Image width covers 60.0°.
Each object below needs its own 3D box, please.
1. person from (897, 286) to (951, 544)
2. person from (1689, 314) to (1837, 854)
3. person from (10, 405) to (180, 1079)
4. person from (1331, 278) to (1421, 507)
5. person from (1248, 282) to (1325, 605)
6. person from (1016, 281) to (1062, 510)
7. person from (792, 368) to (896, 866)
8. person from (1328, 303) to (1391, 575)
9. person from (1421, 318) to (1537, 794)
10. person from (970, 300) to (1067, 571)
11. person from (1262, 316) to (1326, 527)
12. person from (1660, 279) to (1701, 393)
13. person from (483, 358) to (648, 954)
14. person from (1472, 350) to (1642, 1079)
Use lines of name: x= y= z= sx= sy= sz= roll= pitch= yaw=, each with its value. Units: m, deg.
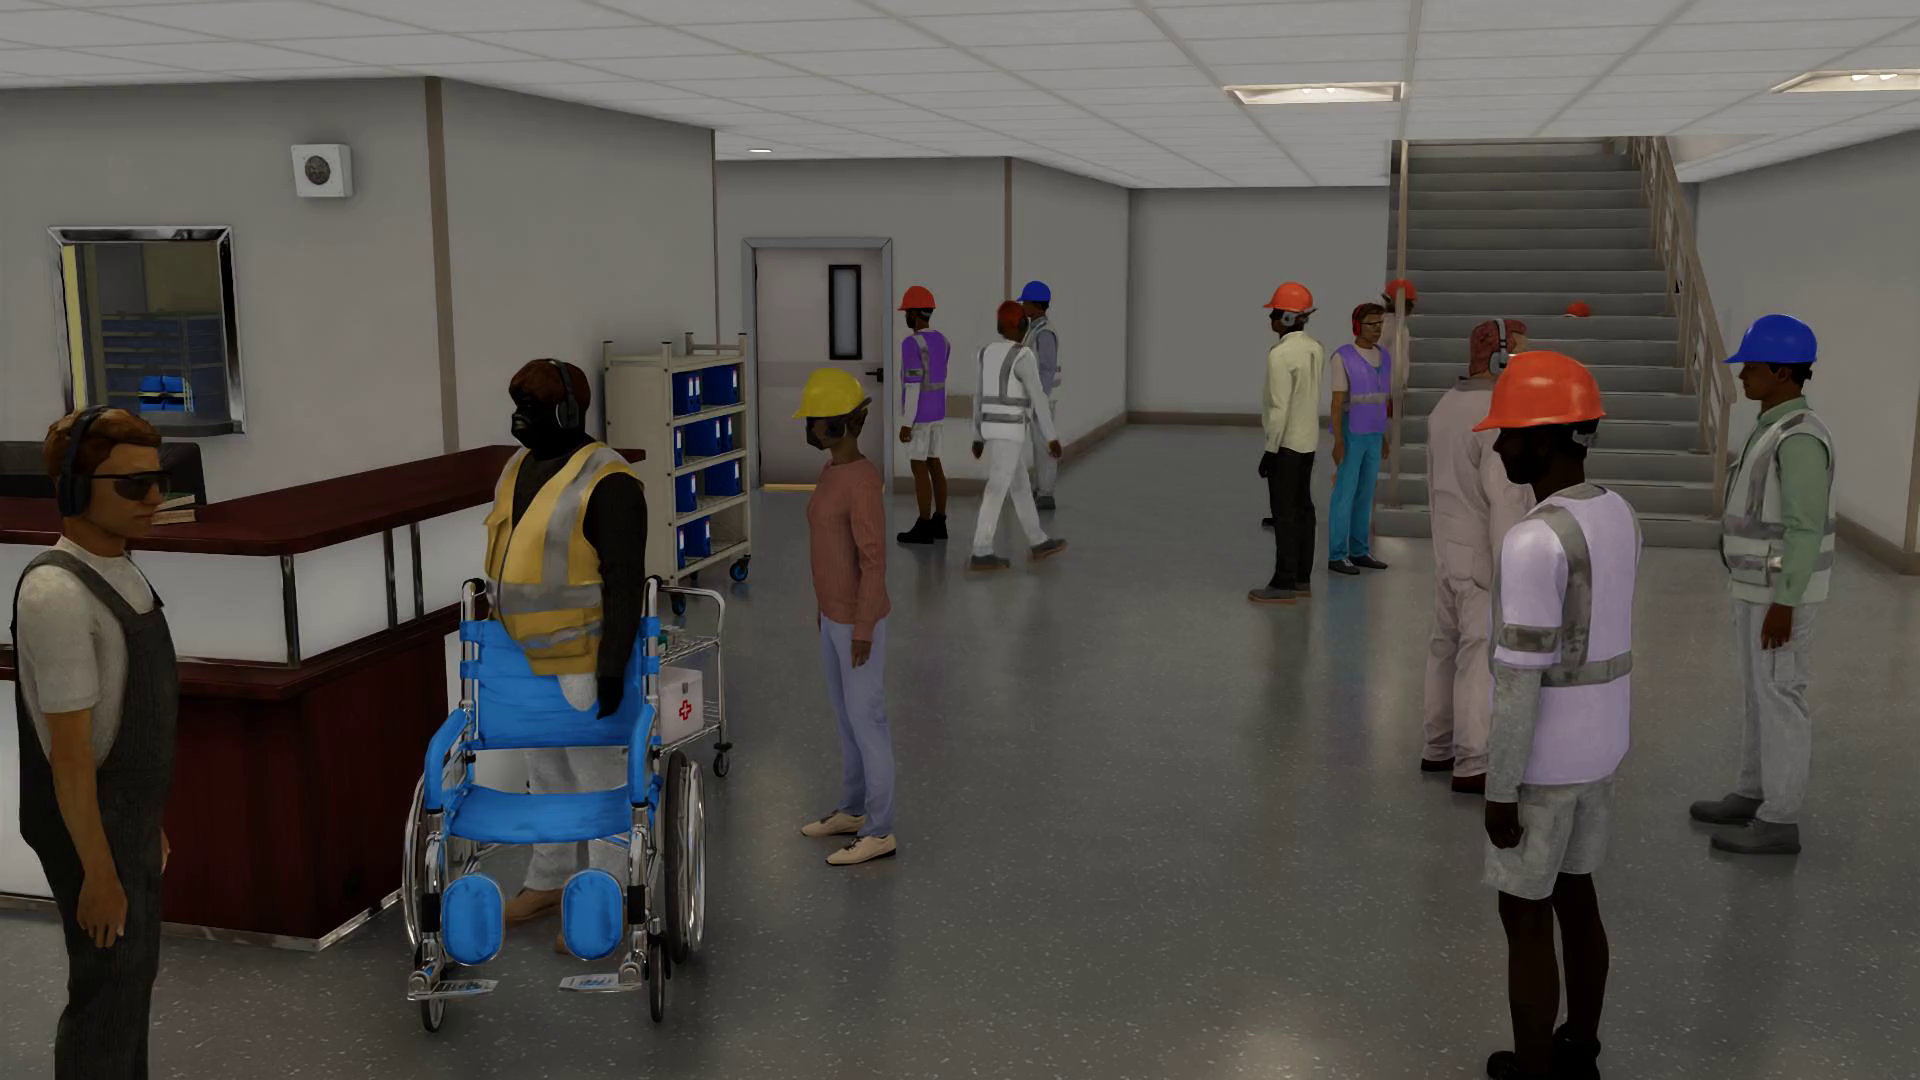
person: x=-0.303 y=-0.941 z=12.558 sx=0.373 sy=1.934 sz=0.551 roll=5 pitch=11 yaw=29
person: x=2.925 y=0.164 z=6.019 sx=0.406 sy=1.947 sz=0.606 roll=3 pitch=10 yaw=15
person: x=-1.806 y=0.633 z=3.558 sx=0.332 sy=1.842 sz=0.508 roll=-3 pitch=10 yaw=-16
person: x=3.532 y=-1.227 z=14.114 sx=0.695 sy=1.977 sz=0.643 roll=-1 pitch=10 yaw=-4
person: x=2.048 y=-0.599 z=10.362 sx=0.373 sy=1.997 sz=0.616 roll=7 pitch=12 yaw=34
person: x=0.669 y=-1.229 z=14.217 sx=0.393 sy=1.949 sz=0.602 roll=-1 pitch=10 yaw=-5
person: x=-0.419 y=0.272 z=5.928 sx=0.322 sy=1.765 sz=0.533 roll=-3 pitch=10 yaw=-19
person: x=2.729 y=-0.698 z=11.397 sx=0.575 sy=1.843 sz=0.375 roll=-8 pitch=13 yaw=-40
person: x=2.127 y=0.063 z=6.738 sx=0.402 sy=1.906 sz=0.652 roll=-1 pitch=10 yaw=-7
person: x=0.435 y=-0.725 z=11.541 sx=0.943 sy=1.837 sz=0.617 roll=-5 pitch=11 yaw=-27
person: x=2.652 y=-1.003 z=13.277 sx=0.591 sy=1.823 sz=0.404 roll=-8 pitch=12 yaw=-39
person: x=7.533 y=-1.814 z=17.681 sx=0.605 sy=1.948 sz=0.415 roll=-1 pitch=10 yaw=-6
person: x=-1.251 y=0.356 z=5.203 sx=0.619 sy=1.845 sz=0.430 roll=8 pitch=13 yaw=41
person: x=1.412 y=0.507 z=4.065 sx=0.390 sy=1.929 sz=0.545 roll=9 pitch=13 yaw=44
